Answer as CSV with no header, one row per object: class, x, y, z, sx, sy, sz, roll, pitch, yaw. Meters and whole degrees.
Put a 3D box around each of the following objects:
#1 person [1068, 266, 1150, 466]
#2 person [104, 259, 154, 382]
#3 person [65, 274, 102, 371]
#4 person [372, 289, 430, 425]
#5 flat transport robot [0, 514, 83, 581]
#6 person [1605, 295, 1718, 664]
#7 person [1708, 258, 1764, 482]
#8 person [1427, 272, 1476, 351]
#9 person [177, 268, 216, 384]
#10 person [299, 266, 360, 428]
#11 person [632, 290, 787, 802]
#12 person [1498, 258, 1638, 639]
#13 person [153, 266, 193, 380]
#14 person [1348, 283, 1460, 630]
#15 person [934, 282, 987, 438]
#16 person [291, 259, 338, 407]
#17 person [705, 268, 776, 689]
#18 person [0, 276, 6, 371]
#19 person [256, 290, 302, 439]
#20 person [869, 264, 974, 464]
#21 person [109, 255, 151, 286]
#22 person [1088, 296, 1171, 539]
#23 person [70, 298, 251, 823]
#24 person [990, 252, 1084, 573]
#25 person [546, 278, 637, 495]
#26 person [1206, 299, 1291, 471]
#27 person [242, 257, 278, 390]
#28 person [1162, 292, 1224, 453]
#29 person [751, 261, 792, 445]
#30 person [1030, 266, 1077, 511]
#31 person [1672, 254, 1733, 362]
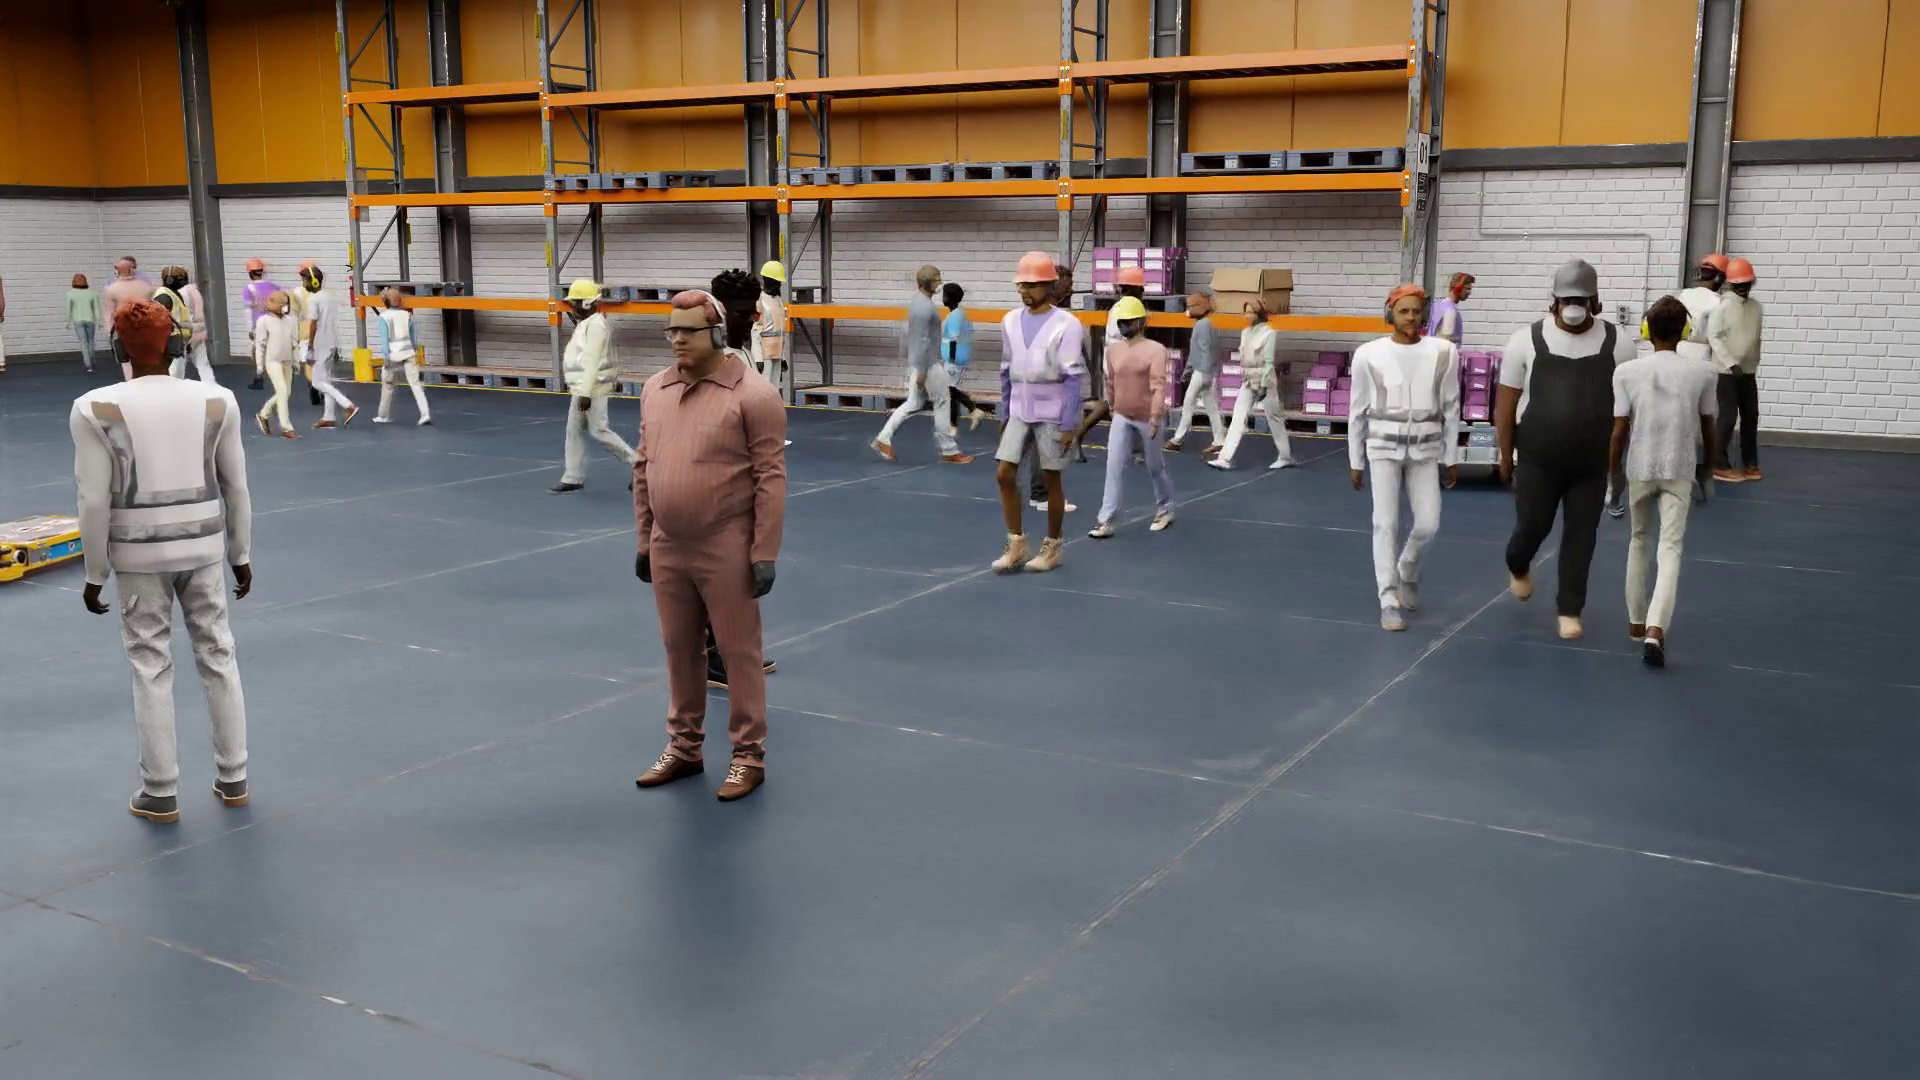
person,1.425,-1.640,15.732,0.941,1.899,0.552,1,10,8
person,-11.036,-2.772,22.108,0.427,1.891,0.675,8,13,37
person,-14.683,-3.637,27.814,0.523,1.592,0.801,-8,13,-40
person,-6.482,-2.111,19.254,0.909,1.585,0.533,6,12,32
flat transport robot,-6.068,0.035,10.806,0.652,0.197,1.431,1,10,6
person,3.537,-0.318,8.404,0.513,1.831,0.941,5,11,26
person,6.859,-1.480,14.615,0.646,1.954,0.544,-4,11,-20
person,4.795,-1.727,16.402,0.481,1.809,0.622,2,10,14
person,-9.850,-2.524,20.972,0.924,1.793,0.663,0,10,-3
person,-7.121,-2.155,18.751,0.613,1.847,0.548,1,10,7
person,-0.971,0.021,6.258,0.651,1.905,0.409,5,11,27
person,3.243,-0.517,8.921,0.686,2.000,0.728,2,10,13
person,-9.499,-2.386,20.118,0.431,1.836,0.627,-1,10,-8
person,2.400,-0.453,9.030,0.596,1.873,0.461,1,10,5
person,-0.013,-1.940,17.947,0.463,1.685,0.535,1,10,7
person,-8.216,-2.620,21.204,0.547,1.913,0.741,-4,11,-20
person,-1.081,-0.289,7.851,0.373,1.962,0.607,2,10,10
person,-16.128,-3.771,27.502,0.390,1.986,0.609,8,13,39
person,-7.443,-1.914,18.065,0.726,1.602,0.506,5,11,26
person,-0.378,-1.659,15.769,0.952,1.911,0.628,-1,10,-8
person,-13.947,-3.828,28.021,0.639,1.926,0.436,-7,12,-33
person,1.270,-0.878,11.888,0.535,1.723,0.911,7,12,33
person,-2.857,0.076,6.008,0.584,1.881,0.337,-9,13,-41
person,0.430,-0.770,10.385,0.636,2.024,0.686,7,12,35
person,-3.027,-1.270,13.848,0.815,1.809,0.588,-5,11,-24
person,2.727,-1.421,15.329,0.887,1.584,0.518,-6,11,-29
person,-9.987,-3.094,23.879,0.764,1.918,0.557,8,13,37
person,2.316,-1.651,16.578,0.748,1.604,0.507,2,10,9
person,-1.951,-1.910,17.162,0.380,1.917,0.585,4,11,20
person,0.706,-1.191,13.092,0.391,1.916,0.590,-1,10,-5
person,6.562,-1.544,14.846,0.533,1.995,0.652,-5,11,-28
